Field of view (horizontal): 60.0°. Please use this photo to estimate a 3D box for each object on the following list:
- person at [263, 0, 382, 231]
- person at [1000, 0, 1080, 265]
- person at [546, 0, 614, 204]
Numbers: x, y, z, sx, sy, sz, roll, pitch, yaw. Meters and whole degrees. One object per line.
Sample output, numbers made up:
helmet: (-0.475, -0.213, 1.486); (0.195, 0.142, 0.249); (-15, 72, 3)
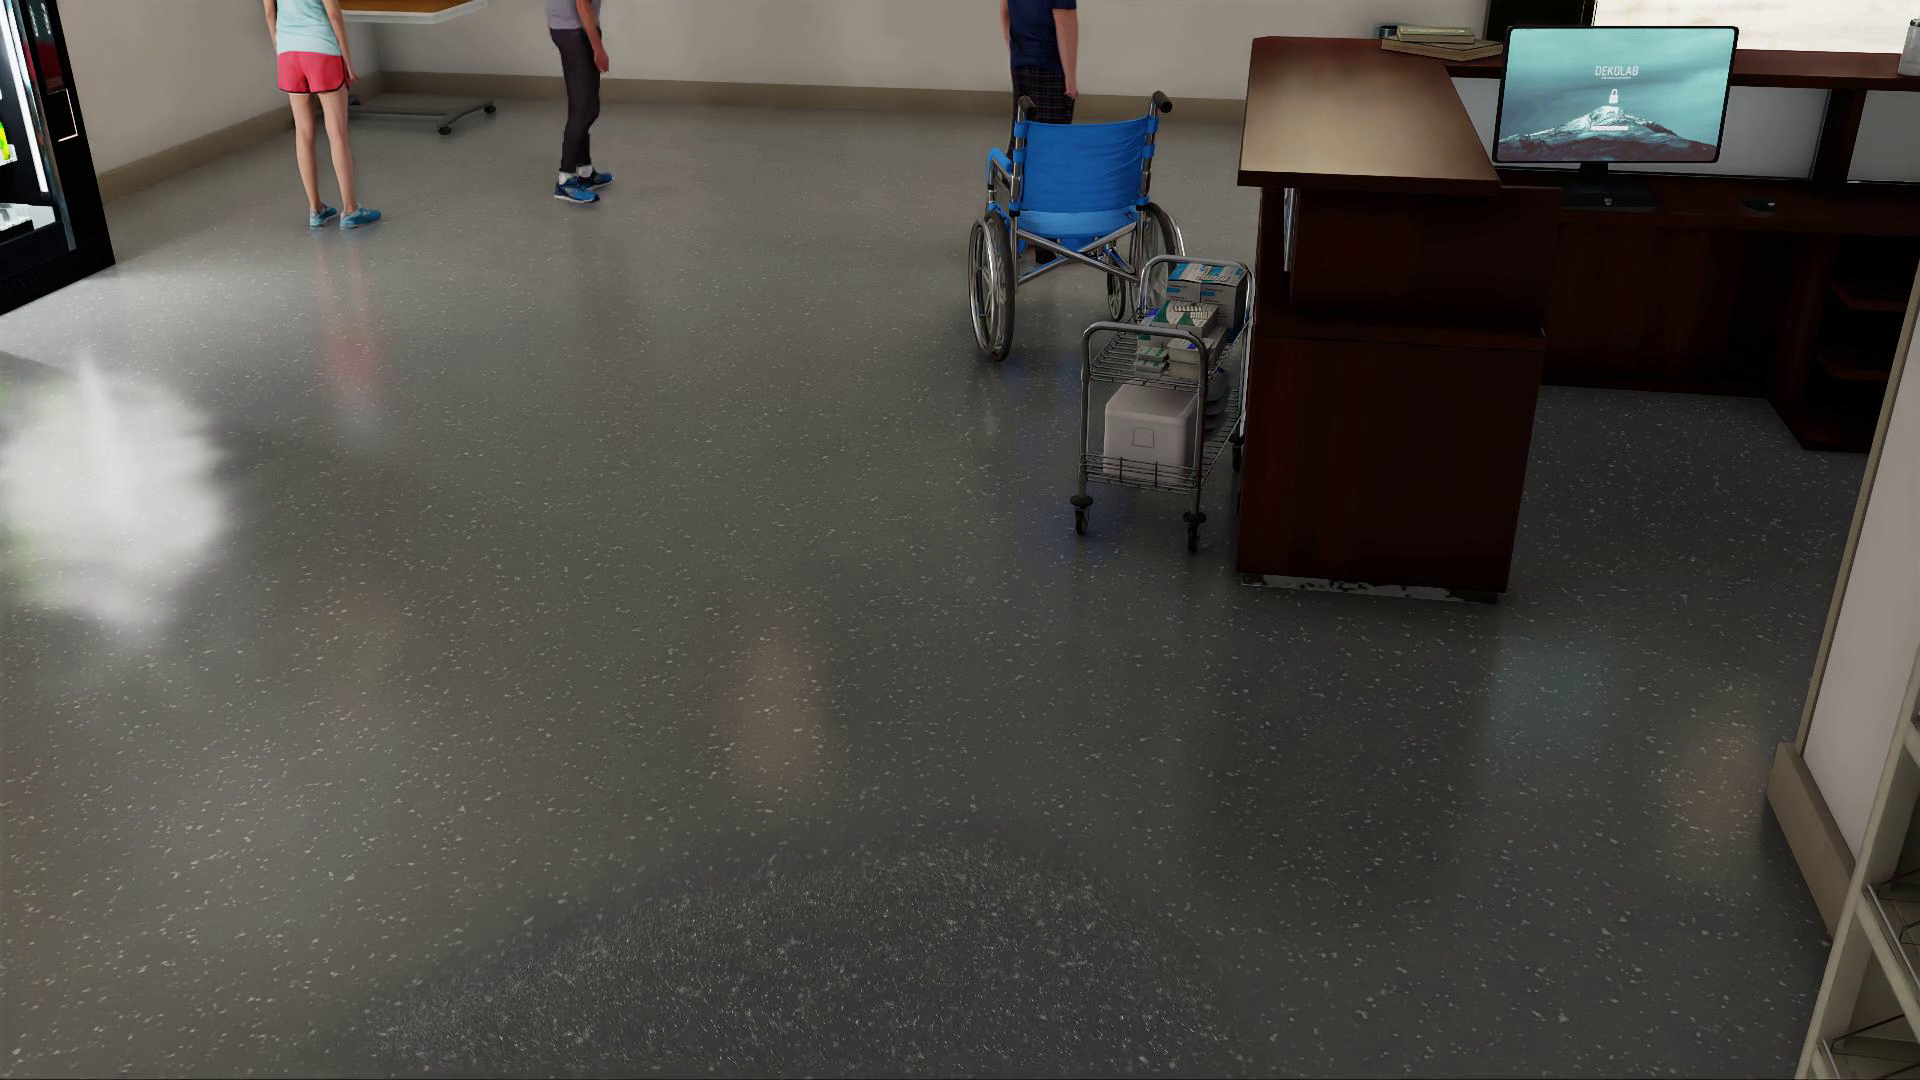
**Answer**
person: (-3.444, -2.551, 8.836); (0.592, 1.764, 0.543); (5, 26, 11)
person: (0.400, -2.323, 8.238); (0.776, 1.871, 0.722); (-18, 31, -32)
person: (-2.186, -2.854, 9.423); (0.961, 1.799, 0.821); (-18, 31, -32)
